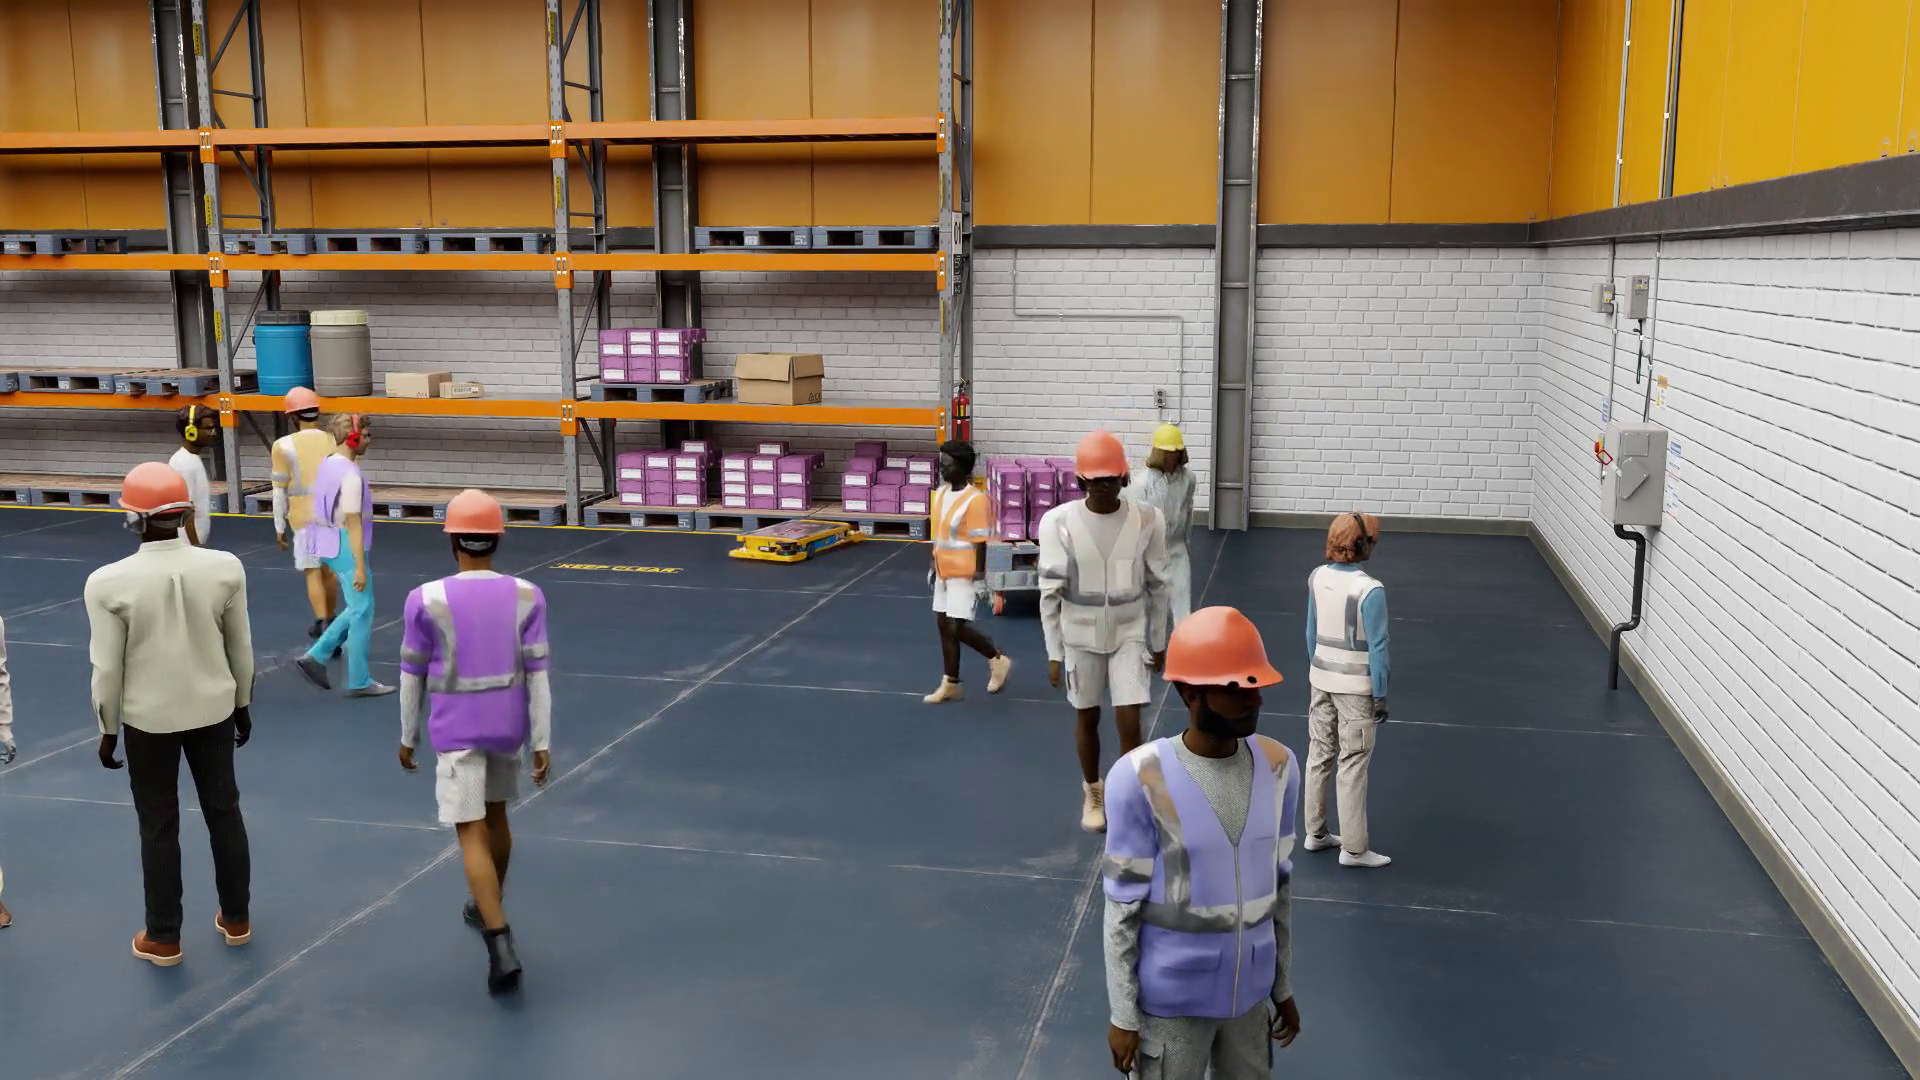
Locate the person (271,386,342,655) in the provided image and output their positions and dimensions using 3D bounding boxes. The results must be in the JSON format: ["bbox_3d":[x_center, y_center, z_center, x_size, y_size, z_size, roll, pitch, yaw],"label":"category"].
[{"bbox_3d":[-4.541,-0.139,11.817,0.592,1.891,0.941,-7,12,-35],"label":"person"}]

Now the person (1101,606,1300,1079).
[{"bbox_3d":[0.620,1.117,4.180,0.551,1.942,0.344,-4,10,-24],"label":"person"}]

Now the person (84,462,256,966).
[{"bbox_3d":[-3.107,0.682,6.595,0.612,1.997,0.376,-9,13,-43],"label":"person"}]

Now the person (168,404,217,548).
[{"bbox_3d":[-4.939,0.051,10.759,0.347,1.860,0.517,-4,10,-21],"label":"person"}]

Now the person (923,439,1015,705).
[{"bbox_3d":[0.022,0.204,10.368,0.470,1.682,0.537,-5,11,-29],"label":"person"}]

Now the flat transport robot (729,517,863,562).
[{"bbox_3d":[-1.542,-0.014,15.820,0.652,0.197,1.431,4,10,24],"label":"flat transport robot"}]

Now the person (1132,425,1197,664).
[{"bbox_3d":[1.377,0.064,11.154,0.496,1.678,0.940,-3,10,-19],"label":"person"}]

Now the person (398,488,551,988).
[{"bbox_3d":[-1.856,0.753,6.506,0.548,1.899,0.952,-6,11,-33],"label":"person"}]

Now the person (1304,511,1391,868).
[{"bbox_3d":[1.774,0.684,7.641,0.308,1.641,0.514,-5,11,-27],"label":"person"}]

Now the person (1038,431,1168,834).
[{"bbox_3d":[0.675,0.478,7.814,0.625,1.993,0.862,0,10,0],"label":"person"}]

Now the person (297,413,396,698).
[{"bbox_3d":[-3.883,0.110,10.489,0.474,1.822,0.591,-7,12,-35],"label":"person"}]

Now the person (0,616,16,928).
[{"bbox_3d":[-4.163,0.824,6.830,0.499,1.634,0.279,-6,11,-33],"label":"person"}]
